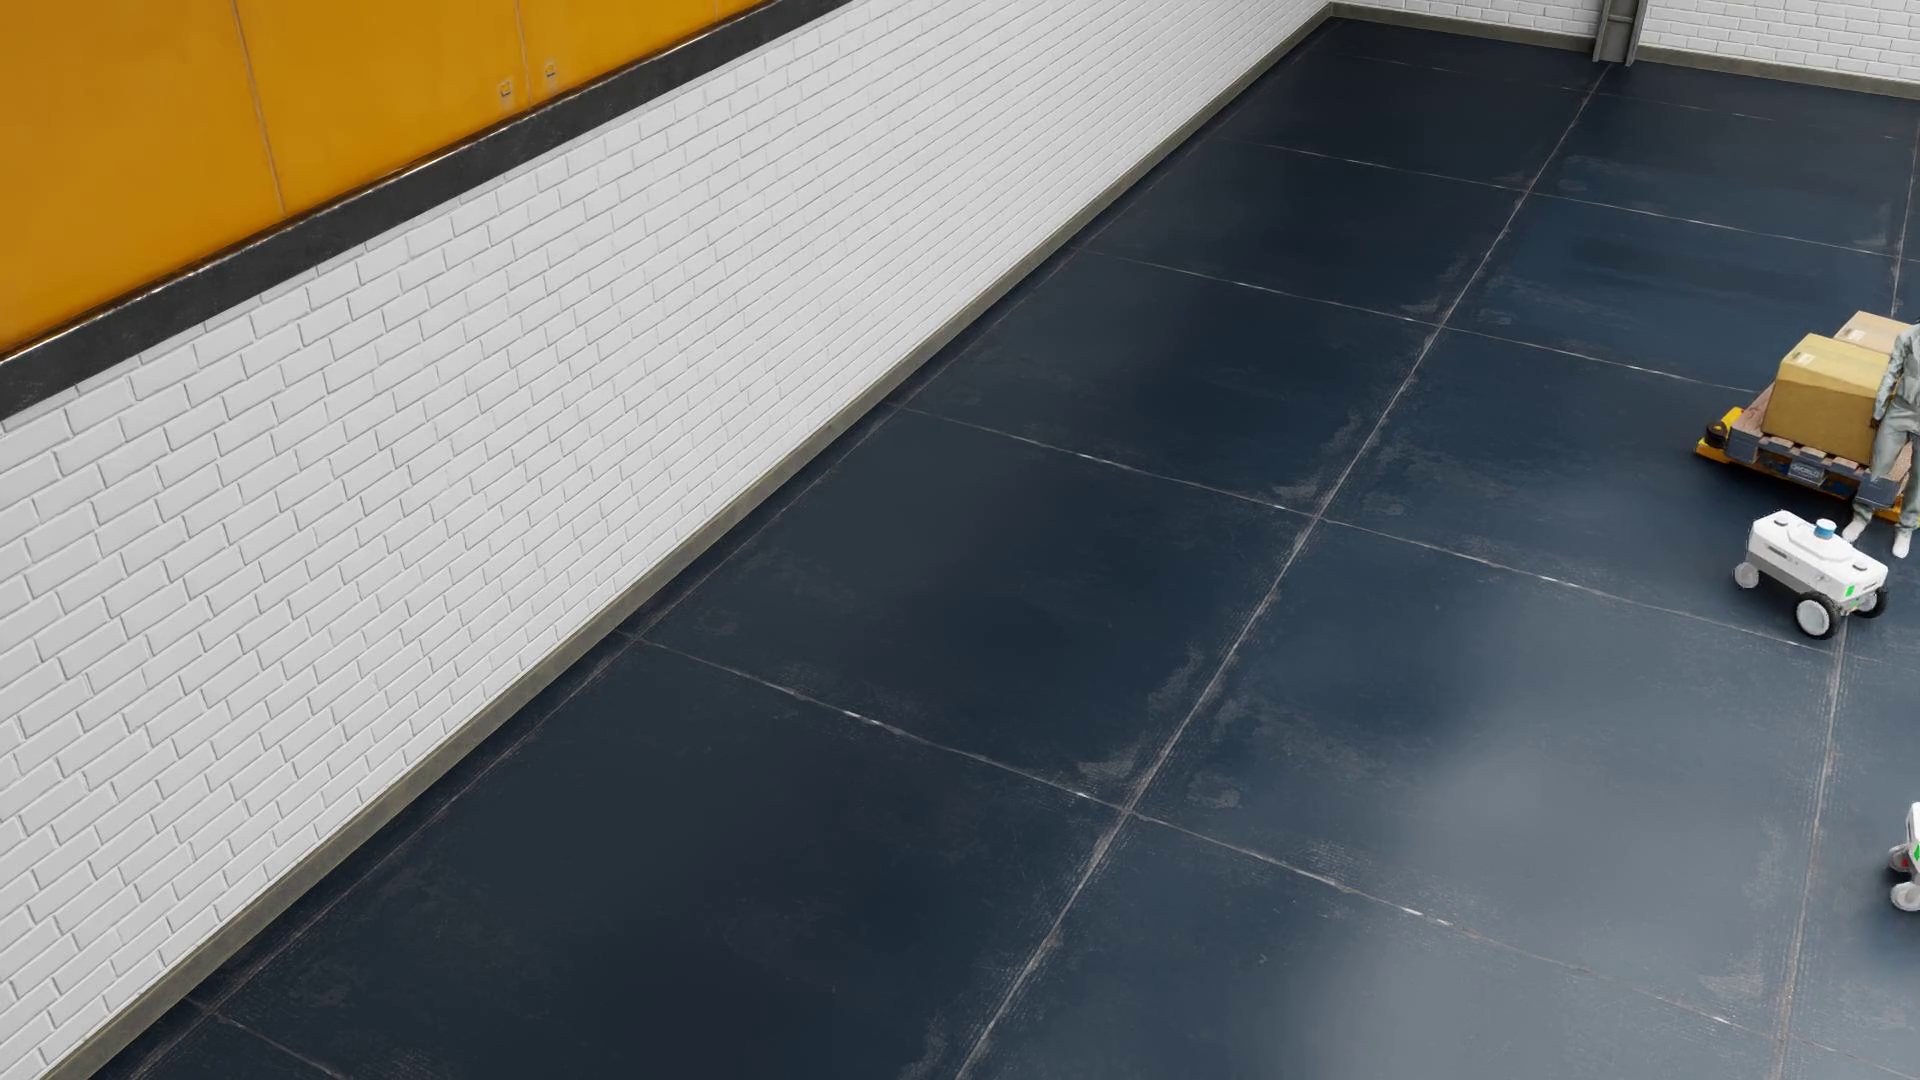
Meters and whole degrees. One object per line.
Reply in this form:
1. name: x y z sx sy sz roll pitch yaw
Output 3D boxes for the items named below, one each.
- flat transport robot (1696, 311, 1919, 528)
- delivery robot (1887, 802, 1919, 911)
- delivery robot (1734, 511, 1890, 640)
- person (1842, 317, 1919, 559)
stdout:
1. flat transport robot: 5.605 -0.515 10.744 1.431 0.231 0.659 26 42 33
2. delivery robot: 4.654 1.470 7.527 0.769 0.587 0.499 13 36 18
3. delivery robot: 4.862 0.150 9.480 0.499 0.575 0.759 -17 38 -24
4. person: 5.584 -0.704 9.715 0.486 1.730 0.319 20 39 27
